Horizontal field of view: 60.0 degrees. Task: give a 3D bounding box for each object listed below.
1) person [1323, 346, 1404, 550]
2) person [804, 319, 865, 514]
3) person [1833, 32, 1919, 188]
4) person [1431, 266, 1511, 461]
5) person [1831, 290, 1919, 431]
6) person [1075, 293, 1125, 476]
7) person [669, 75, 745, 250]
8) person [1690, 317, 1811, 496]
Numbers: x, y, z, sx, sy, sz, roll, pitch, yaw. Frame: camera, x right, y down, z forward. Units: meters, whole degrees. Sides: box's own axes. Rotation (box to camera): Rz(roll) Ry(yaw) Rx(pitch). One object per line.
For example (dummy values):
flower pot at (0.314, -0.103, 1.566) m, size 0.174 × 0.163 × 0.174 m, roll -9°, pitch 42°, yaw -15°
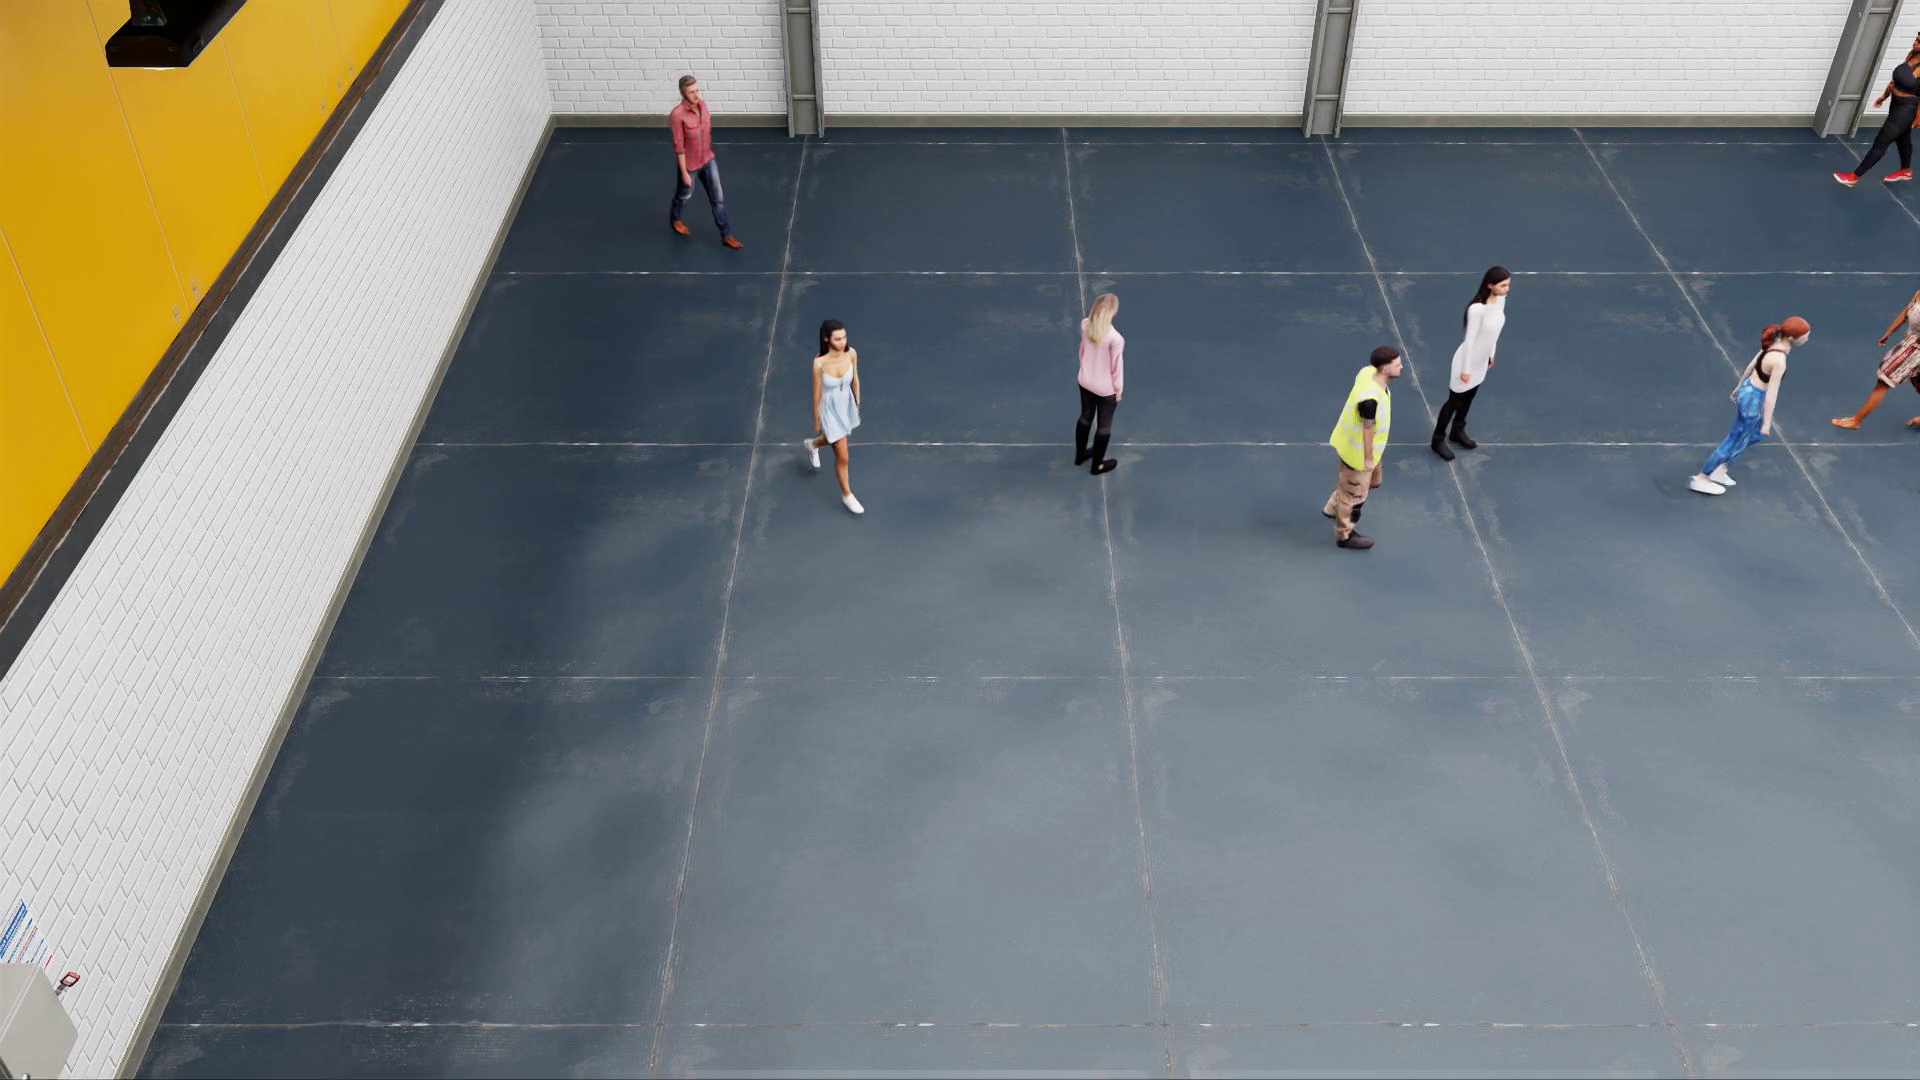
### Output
person at (3.054, -0.728, 12.907) m, size 0.793 × 1.835 × 0.781 m, roll 9°, pitch 39°, yaw 11°
person at (-1.059, -1.068, 13.435) m, size 1.058 × 1.707 × 1.060 m, roll -28°, pitch 46°, yaw -30°
person at (10.200, -4.612, 17.824) m, size 1.178 × 1.768 × 0.650 m, roll 0°, pitch 39°, yaw -1°
person at (4.278, -1.502, 13.902) m, size 0.659 × 1.803 × 0.740 m, roll -26°, pitch 46°, yaw -29°
person at (8.227, -1.590, 14.178) m, size 1.167 × 1.597 × 0.733 m, roll 5°, pitch 39°, yaw 6°
person at (1.137, -1.291, 13.734) m, size 0.734 × 1.684 × 0.684 m, roll -29°, pitch 47°, yaw -31°
person at (-2.749, -3.831, 16.837) m, size 1.322 × 1.779 × 1.206 m, roll 27°, pitch 46°, yaw 30°
person at (6.297, -1.069, 13.398) m, size 0.745 × 1.756 × 0.679 m, roll 8°, pitch 39°, yaw 9°
